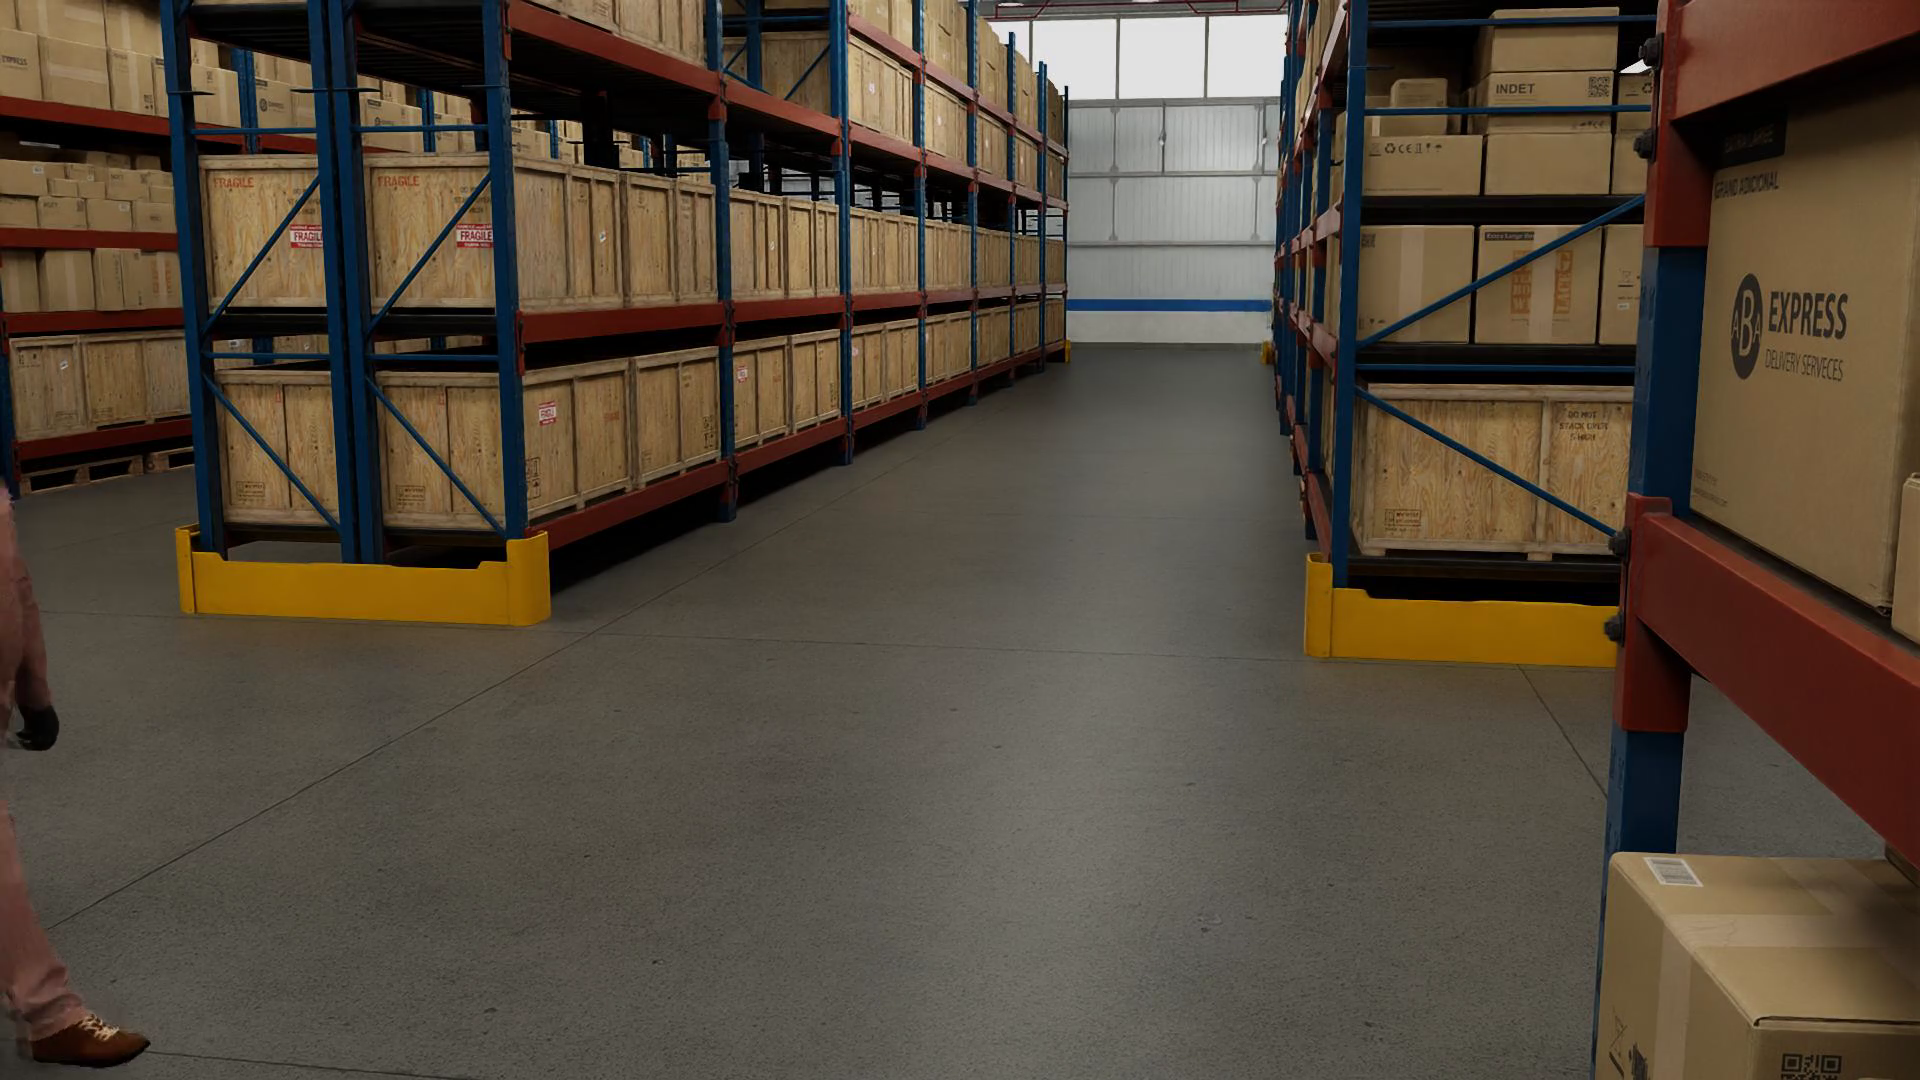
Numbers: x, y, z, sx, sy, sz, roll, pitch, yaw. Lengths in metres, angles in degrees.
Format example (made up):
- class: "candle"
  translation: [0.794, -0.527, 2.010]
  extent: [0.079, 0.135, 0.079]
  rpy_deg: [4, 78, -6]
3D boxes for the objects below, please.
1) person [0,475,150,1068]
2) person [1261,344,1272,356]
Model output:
- class: "person"
  translation: [-2.623, 0.421, 4.252]
  extent: [1.019, 1.862, 0.656]
  rpy_deg: [1, 9, 6]
- class: "person"
  translation: [7.151, -4.842, 37.084]
  extent: [0.905, 1.804, 0.625]
  rpy_deg: [-1, 9, -8]
